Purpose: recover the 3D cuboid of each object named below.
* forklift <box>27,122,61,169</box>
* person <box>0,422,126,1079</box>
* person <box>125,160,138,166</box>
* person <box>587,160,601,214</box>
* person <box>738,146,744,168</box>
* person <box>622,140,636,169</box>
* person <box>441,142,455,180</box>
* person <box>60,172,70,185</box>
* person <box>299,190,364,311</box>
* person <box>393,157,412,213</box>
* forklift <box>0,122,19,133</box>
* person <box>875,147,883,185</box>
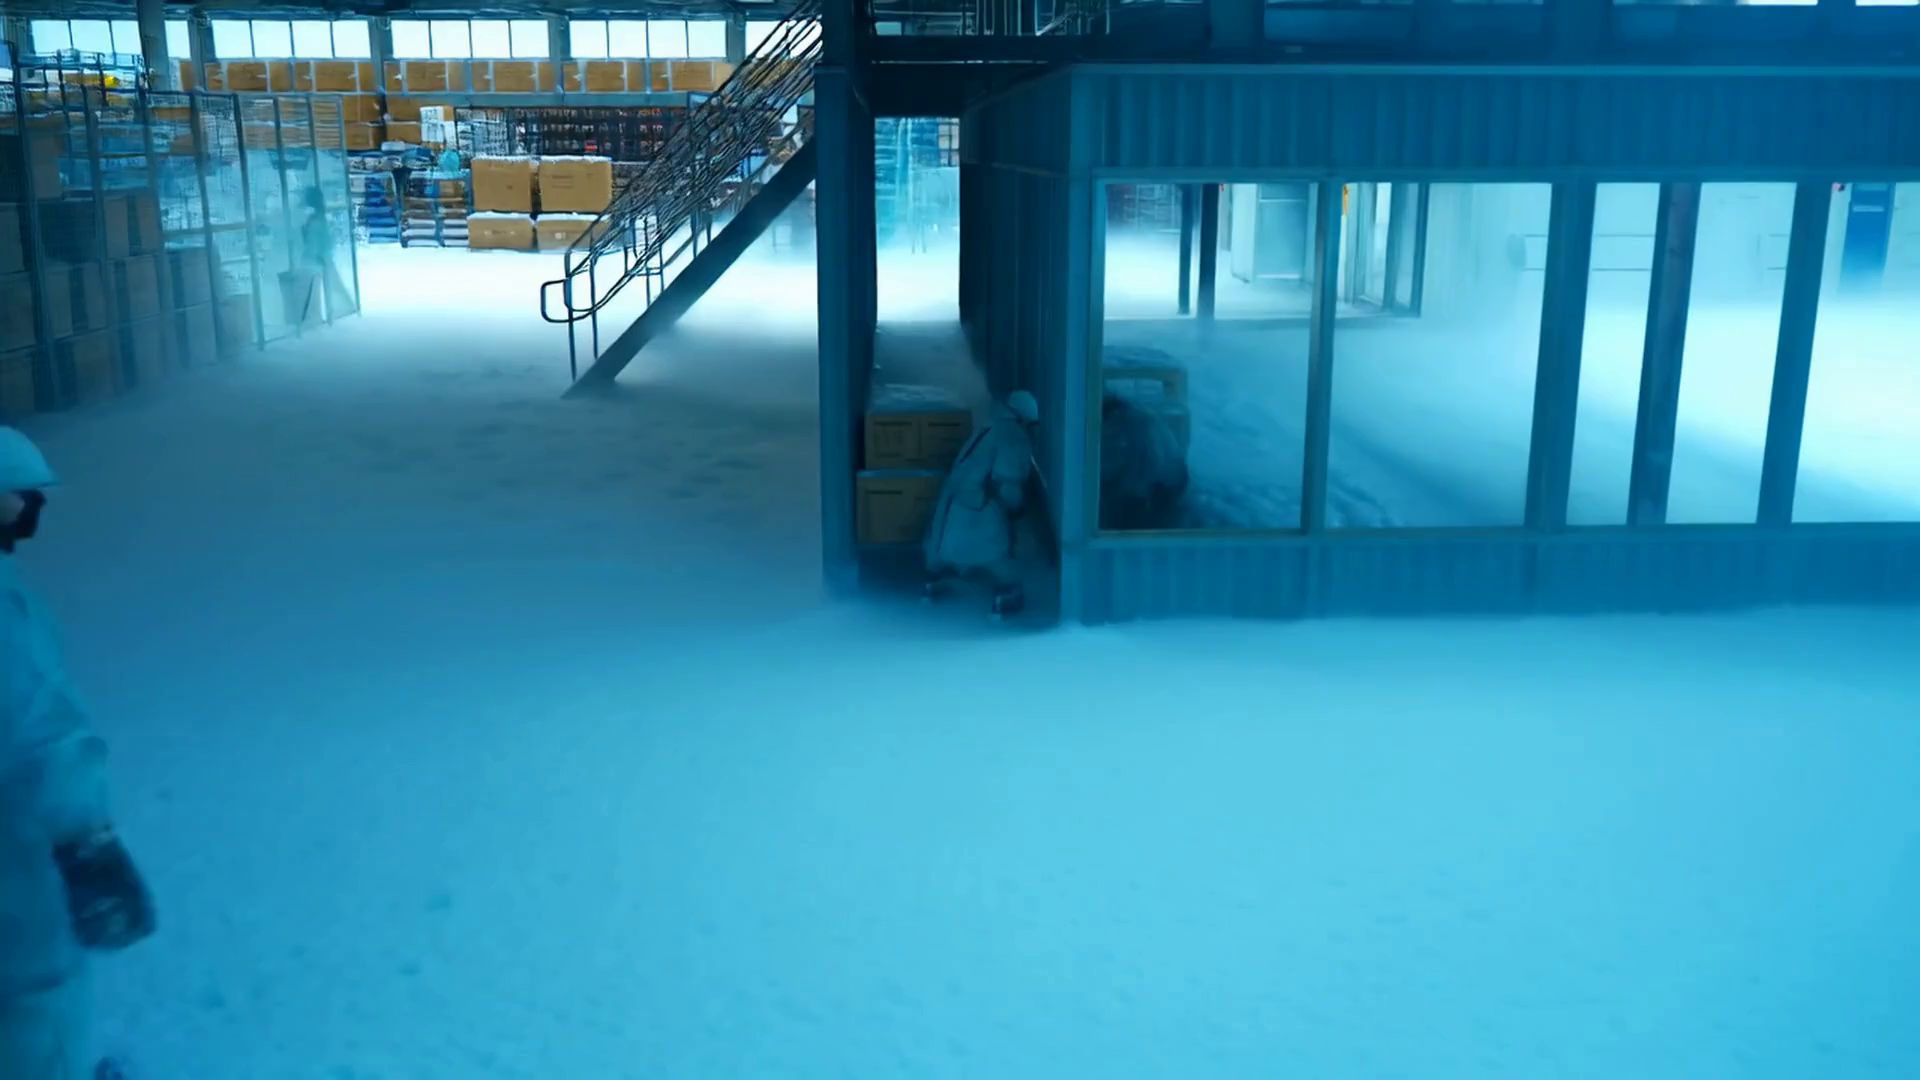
[{"bbox_3d":[-35.376,-14.773,64.377,1.129,2.768,1.873,-1,14,-2],"label":"forklift"},{"bbox_3d":[-2.522,0.651,4.551,0.551,1.976,0.657,-13,19,-41],"label":"person"},{"bbox_3d":[-34.882,-15.567,70.080,0.287,1.631,0.501,13,19,43],"label":"person"},{"bbox_3d":[-10.141,-9.645,46.157,0.337,1.761,0.526,-4,15,-17],"label":"person"},{"bbox_3d":[-11.088,-19.156,84.078,0.886,1.813,0.576,0,14,0],"label":"person"},{"bbox_3d":[-16.332,-18.750,82.103,0.664,1.968,0.726,-2,14,-8],"label":"person"},{"bbox_3d":[-25.117,-18.573,81.605,0.676,1.874,0.676,1,14,2],"label":"person"},{"bbox_3d":[-20.481,-7.641,37.575,0.672,2.000,0.536,-1,14,-4],"label":"person"},{"bbox_3d":[-9.345,-4.238,24.478,0.646,1.793,0.926,10,17,35],"label":"person"},{"bbox_3d":[-16.063,-10.116,47.928,0.518,1.825,0.967,-2,14,-8],"label":"person"},{"bbox_3d":[-38.379,-15.472,67.172,1.129,2.768,1.873,-1,14,-3],"label":"forklift"},{"bbox_3d":[-3.811,-17.007,75.492,0.766,1.803,0.598,-12,18,-40],"label":"person"}]
